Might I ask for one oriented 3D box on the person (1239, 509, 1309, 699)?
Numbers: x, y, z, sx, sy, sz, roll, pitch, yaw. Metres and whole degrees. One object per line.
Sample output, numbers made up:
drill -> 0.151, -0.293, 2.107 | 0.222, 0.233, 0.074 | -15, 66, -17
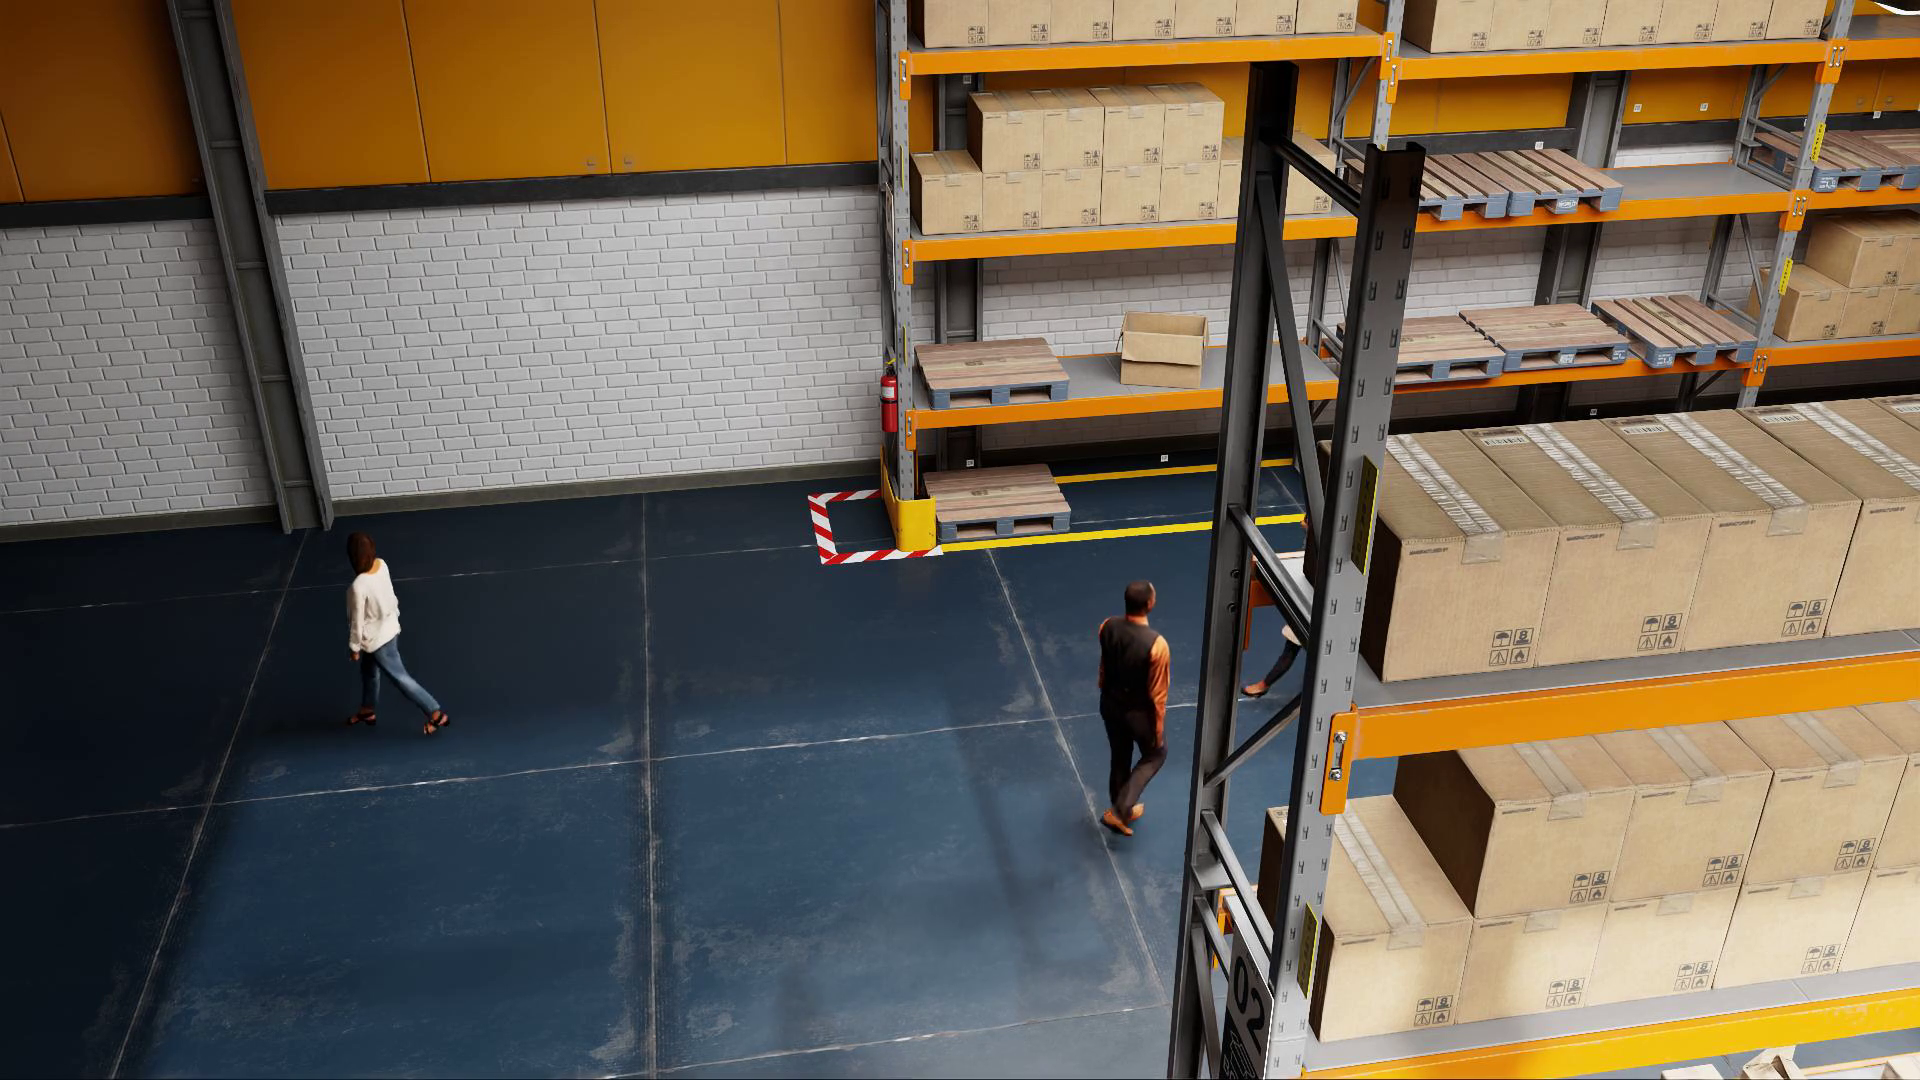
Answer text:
person -> 2.697, 0.512, 12.214 | 1.112, 1.640, 0.777 | -1, 29, -2

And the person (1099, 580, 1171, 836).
person -> 1.045, 1.149, 10.781 | 0.922, 1.895, 0.988 | 22, 36, 35

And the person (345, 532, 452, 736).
person -> -4.052, 0.709, 11.851 | 1.114, 1.642, 0.804 | 3, 29, 5
